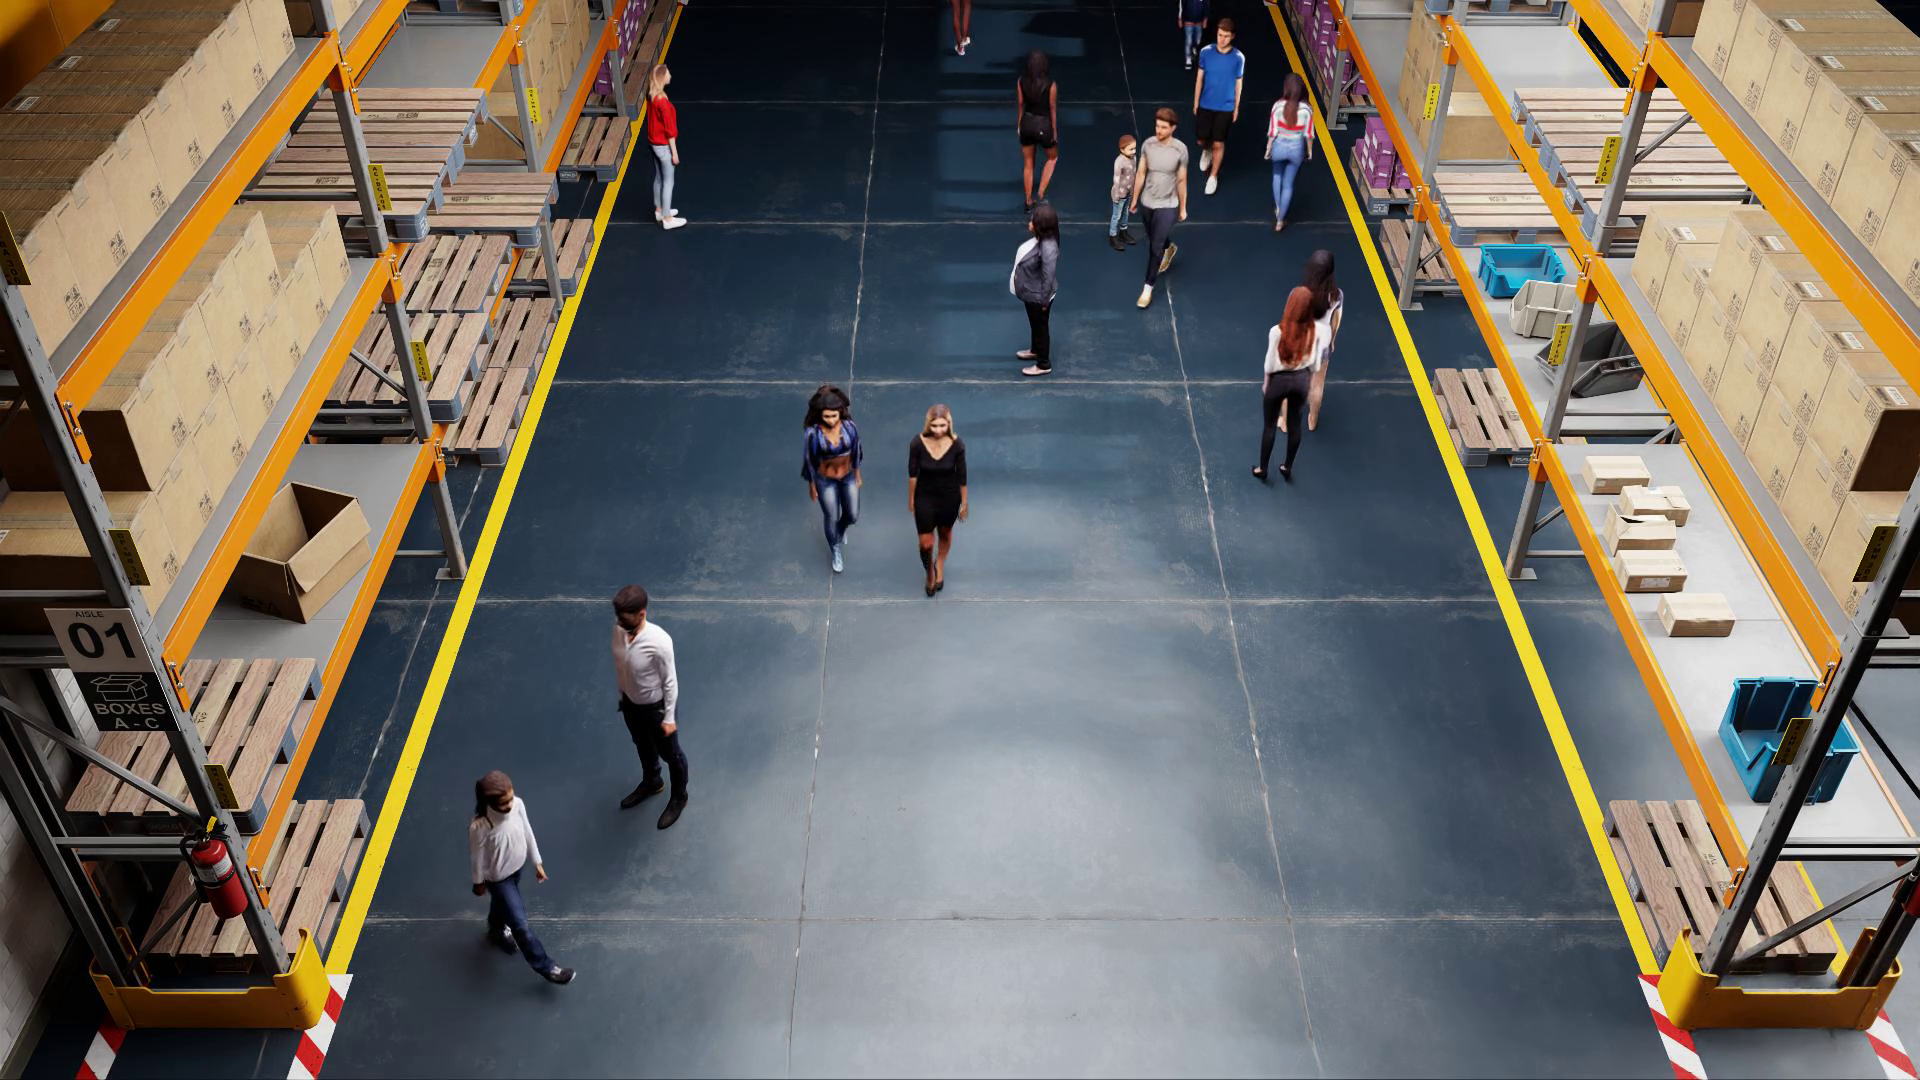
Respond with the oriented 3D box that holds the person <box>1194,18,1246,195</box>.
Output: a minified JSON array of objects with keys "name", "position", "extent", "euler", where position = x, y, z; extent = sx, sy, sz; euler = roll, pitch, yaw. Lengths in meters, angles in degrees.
[{"name":"person","position":[2.709,-4.570,17.359],"extent":[0.789,1.851,0.987],"euler":[11,40,13]}]

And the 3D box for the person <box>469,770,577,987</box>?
[{"name":"person","position":[-2.678,1.854,9.585],"extent":[0.955,1.514,1.005],"euler":[24,45,27]}]

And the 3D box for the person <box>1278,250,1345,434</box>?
[{"name":"person","position":[2.902,-1.644,13.811],"extent":[0.600,1.707,0.538],"euler":[-2,39,-3]}]

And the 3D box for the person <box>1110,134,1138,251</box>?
[{"name":"person","position":[1.626,-3.480,16.521],"extent":[0.607,1.195,0.547],"euler":[32,48,34]}]

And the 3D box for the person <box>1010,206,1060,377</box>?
[{"name":"person","position":[0.698,-2.203,14.599],"extent":[0.726,1.597,0.598],"euler":[-3,39,-3]}]

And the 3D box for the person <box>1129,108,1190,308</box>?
[{"name":"person","position":[1.915,-3.200,15.641],"extent":[1.075,1.854,1.295],"euler":[21,43,25]}]

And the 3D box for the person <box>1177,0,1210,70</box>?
[{"name":"person","position":[2.823,-6.323,20.063],"extent":[0.560,1.216,0.660],"euler":[4,39,5]}]

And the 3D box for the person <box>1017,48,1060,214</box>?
[{"name":"person","position":[0.746,-4.096,16.864],"extent":[0.711,1.727,0.726],"euler":[17,42,20]}]

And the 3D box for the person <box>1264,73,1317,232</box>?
[{"name":"person","position":[3.266,-3.858,16.673],"extent":[0.734,1.595,0.774],"euler":[13,40,16]}]

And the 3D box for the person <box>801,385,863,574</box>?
[{"name":"person","position":[-0.945,-0.487,12.438],"extent":[0.713,1.612,0.741],"euler":[-10,40,-13]}]

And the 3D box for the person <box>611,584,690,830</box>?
[{"name":"person","position":[-1.937,0.990,10.379],"extent":[0.724,1.873,0.763],"euler":[25,45,28]}]

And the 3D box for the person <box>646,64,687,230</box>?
[{"name":"person","position":[-2.995,-3.958,16.714],"extent":[0.758,1.700,0.650],"euler":[-21,43,-25]}]

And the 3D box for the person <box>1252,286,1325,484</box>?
[{"name":"person","position":[2.621,-1.215,13.233],"extent":[0.619,1.758,0.540],"euler":[-6,39,-7]}]

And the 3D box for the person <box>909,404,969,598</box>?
[{"name":"person","position":[-0.162,-0.336,12.210],"extent":[0.584,1.662,0.594],"euler":[-2,39,-2]}]
